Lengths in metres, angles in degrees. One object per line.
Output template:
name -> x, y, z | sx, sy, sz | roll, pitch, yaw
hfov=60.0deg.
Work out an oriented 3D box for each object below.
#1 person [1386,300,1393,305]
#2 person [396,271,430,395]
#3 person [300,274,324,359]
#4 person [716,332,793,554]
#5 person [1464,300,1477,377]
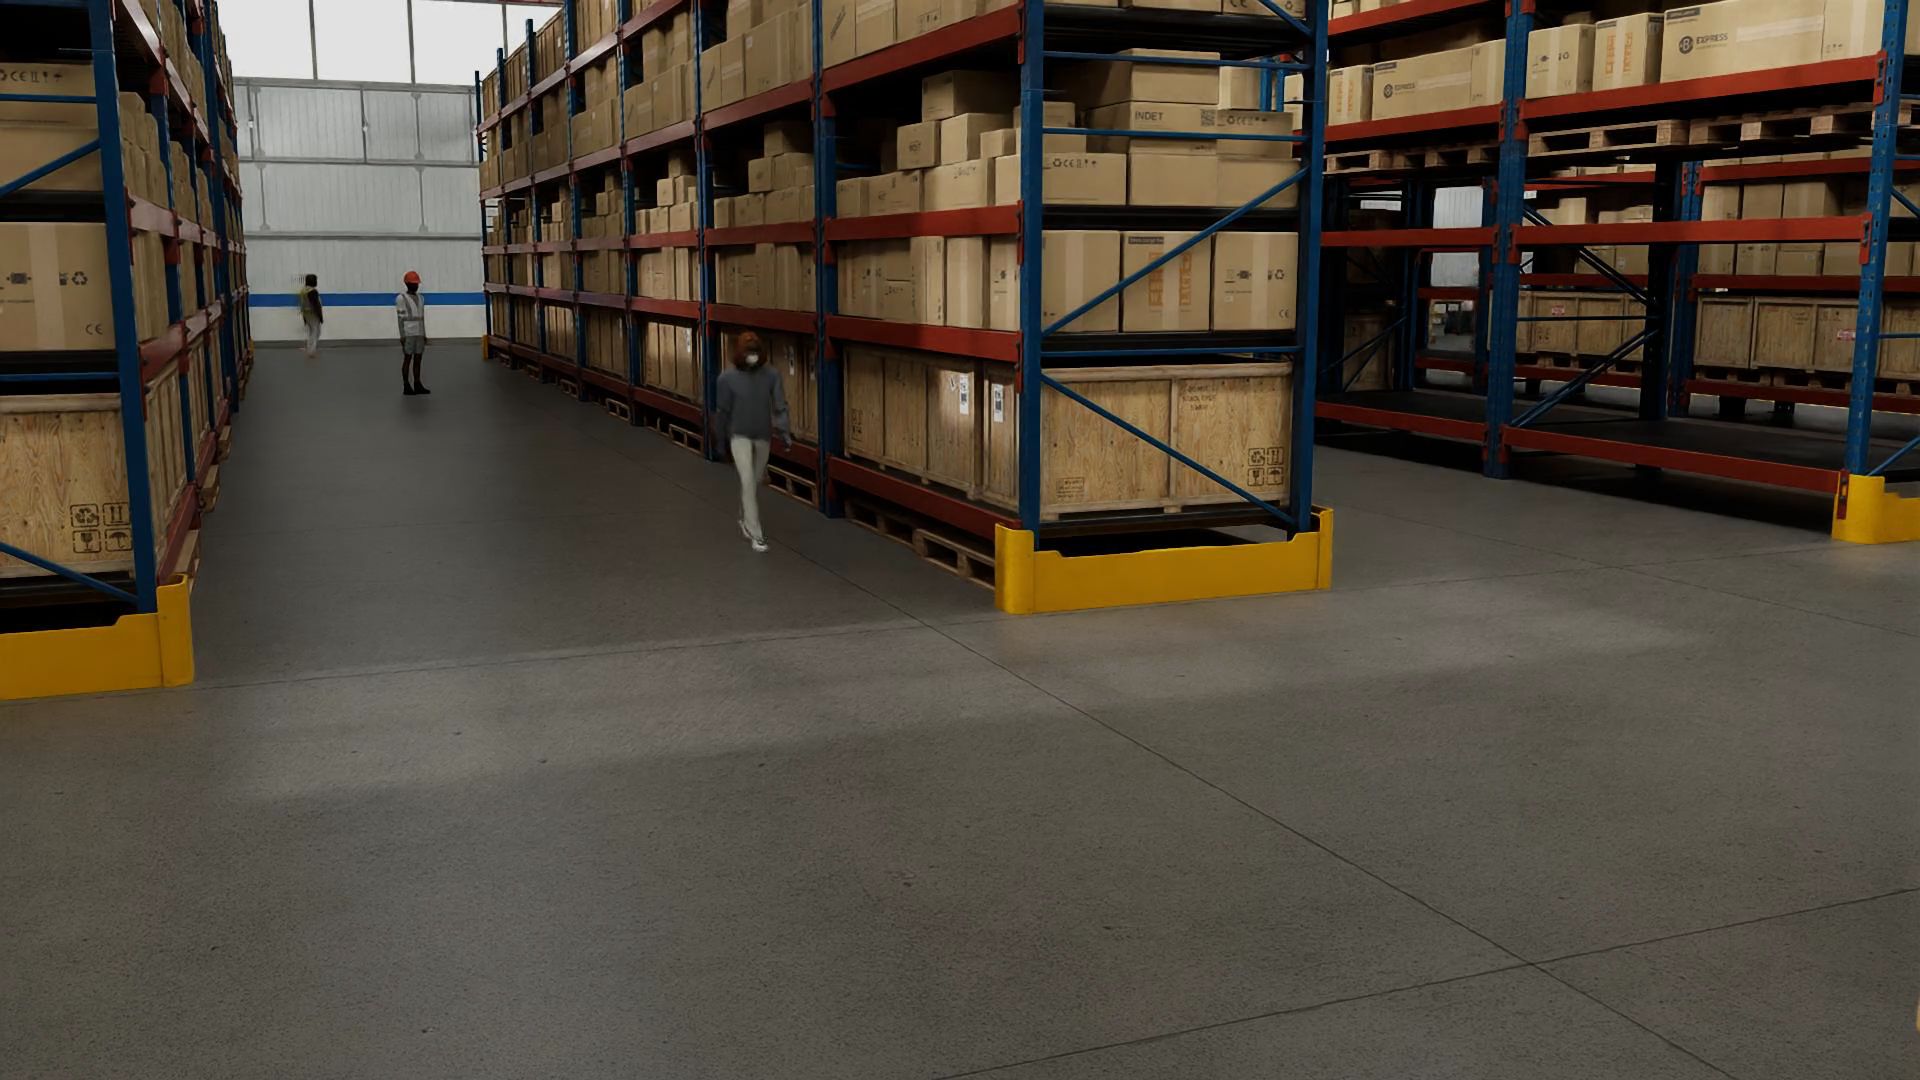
person -> 8.349, -4.274, 32.836 | 0.541, 1.750, 0.368 | -4, 10, -24
person -> -8.570, -3.246, 26.126 | 0.373, 1.934, 0.551 | 4, 10, 25
person -> -13.978, -4.831, 35.978 | 0.511, 1.826, 0.635 | -7, 12, -36
person -> -1.546, -0.740, 12.177 | 0.502, 1.583, 0.884 | -5, 11, -29
person -> 9.471, -3.871, 29.883 | 0.645, 1.938, 1.044 | -4, 10, -23
